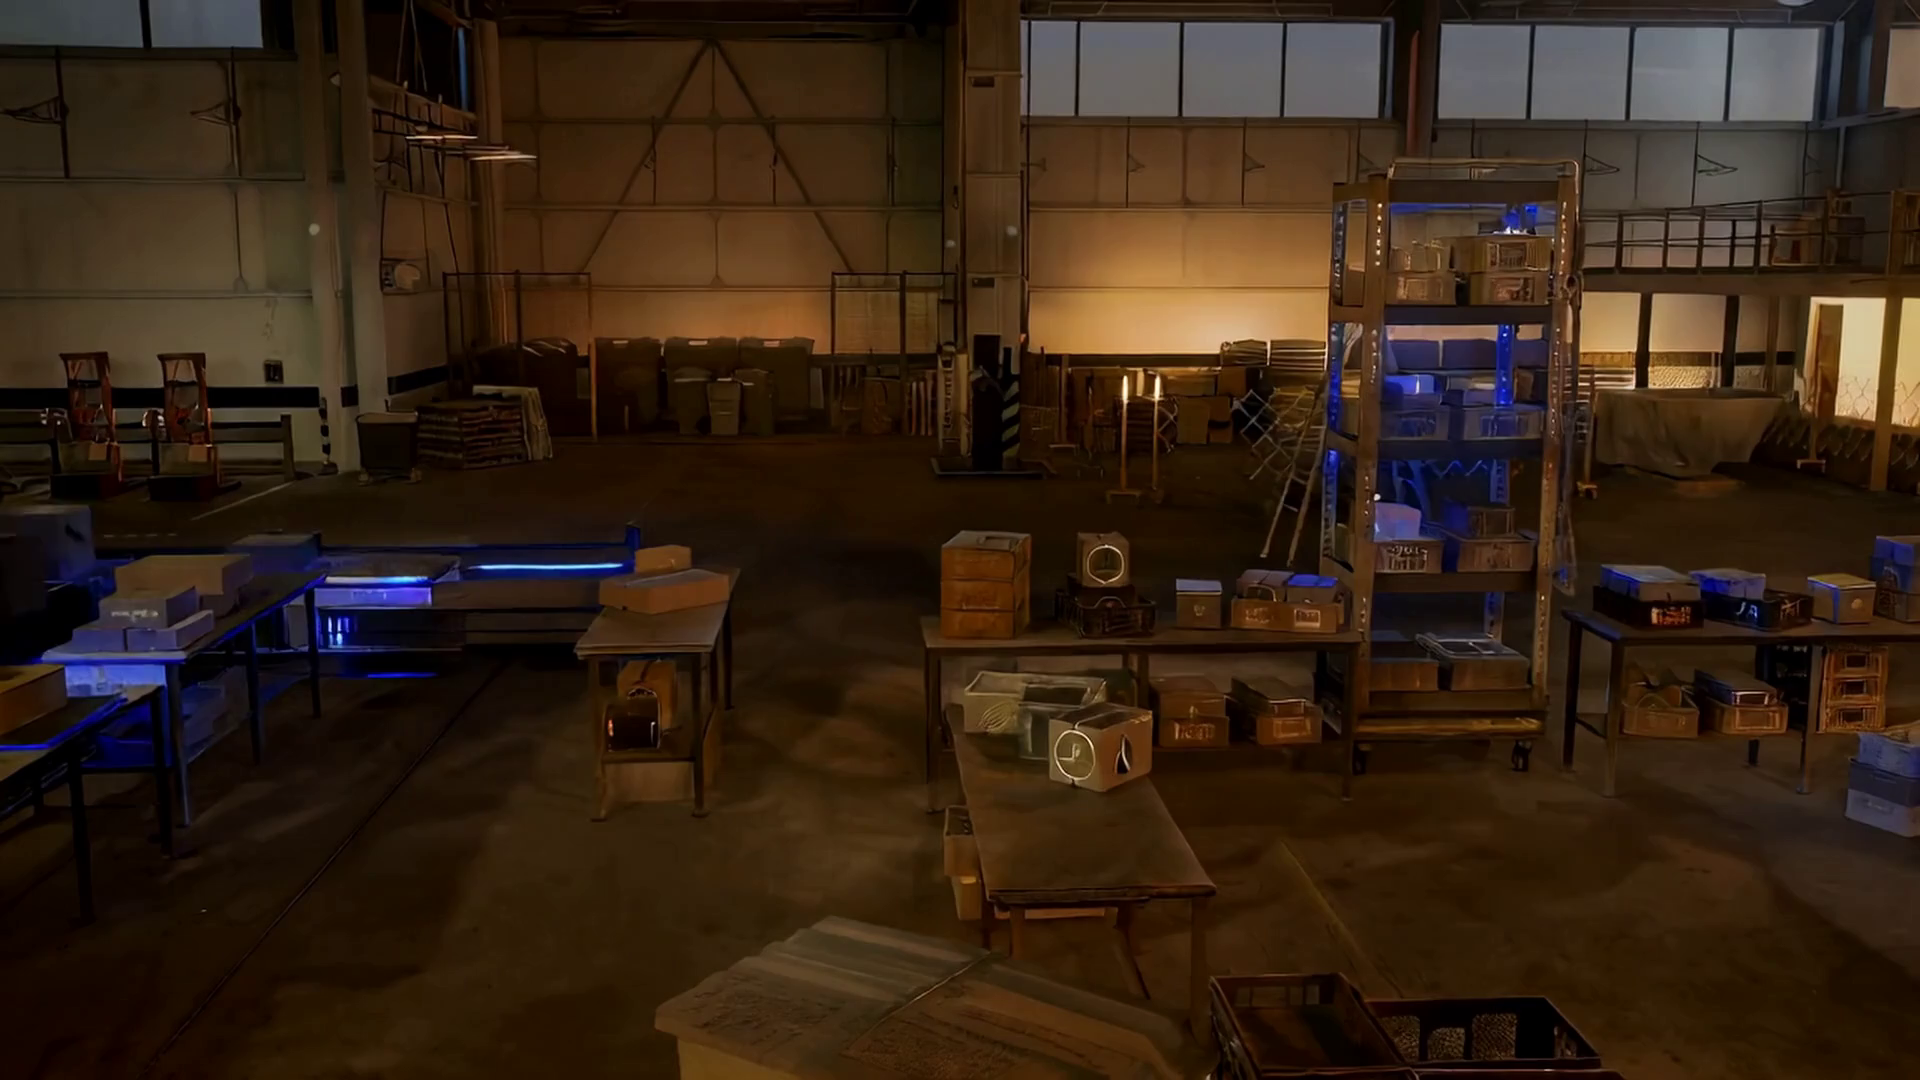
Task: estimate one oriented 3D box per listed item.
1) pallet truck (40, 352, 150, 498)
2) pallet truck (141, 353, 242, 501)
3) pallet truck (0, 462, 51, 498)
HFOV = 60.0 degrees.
[{"bbox_3d":[-11.907,-1.642,23.165,0.823,1.965,1.885,0,9,0],"label":"pallet truck"},{"bbox_3d":[-10.520,-1.604,22.925,0.823,1.965,1.885,-1,9,-6],"label":"pallet truck"},{"bbox_3d":[-13.193,-1.293,23.148,0.653,1.274,1.630,-1,9,-4],"label":"pallet truck"}]
